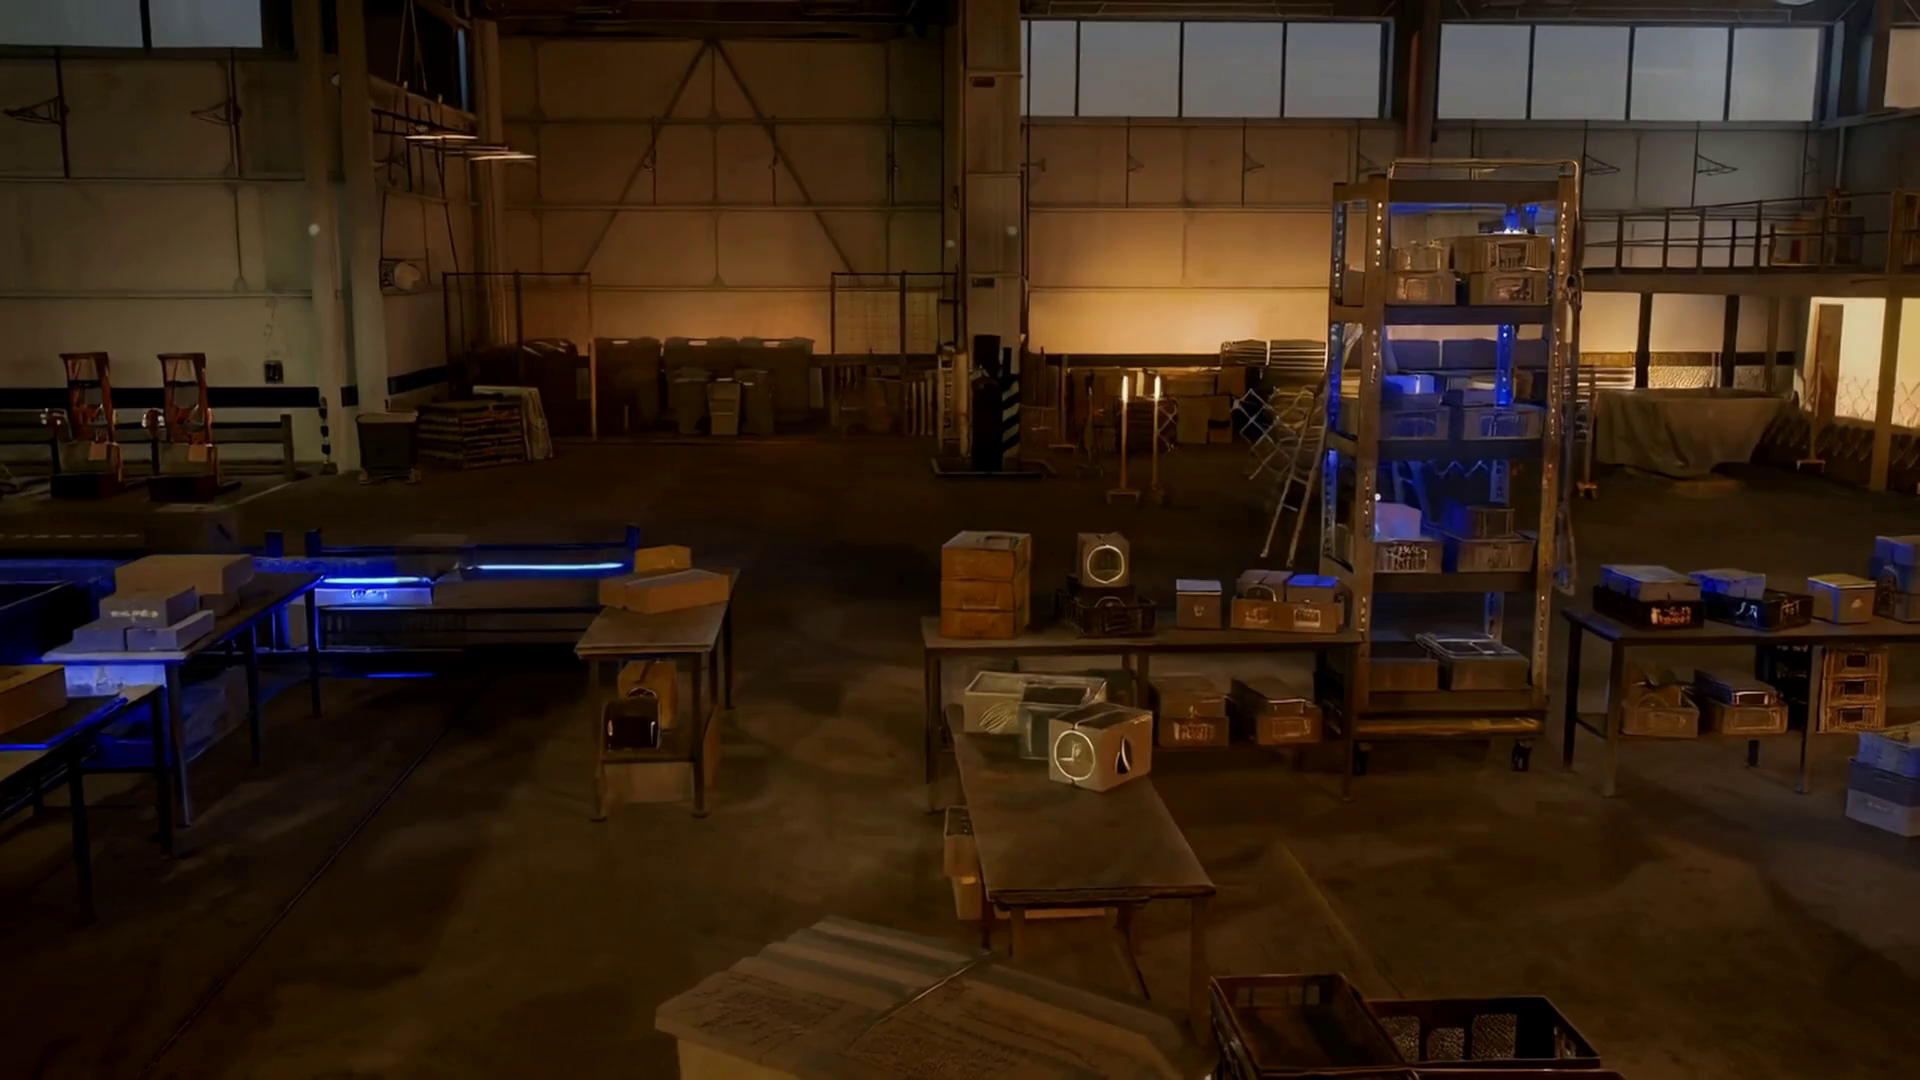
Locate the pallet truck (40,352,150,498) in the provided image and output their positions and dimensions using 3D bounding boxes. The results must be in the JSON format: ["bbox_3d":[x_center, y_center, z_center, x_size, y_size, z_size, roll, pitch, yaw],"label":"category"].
[{"bbox_3d":[-11.907,-1.642,23.165,0.823,1.965,1.885,0,9,0],"label":"pallet truck"}]

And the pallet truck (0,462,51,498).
[{"bbox_3d":[-13.193,-1.293,23.148,0.653,1.274,1.630,-1,9,-4],"label":"pallet truck"}]

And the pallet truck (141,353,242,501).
[{"bbox_3d":[-10.520,-1.604,22.925,0.823,1.965,1.885,-1,9,-6],"label":"pallet truck"}]
